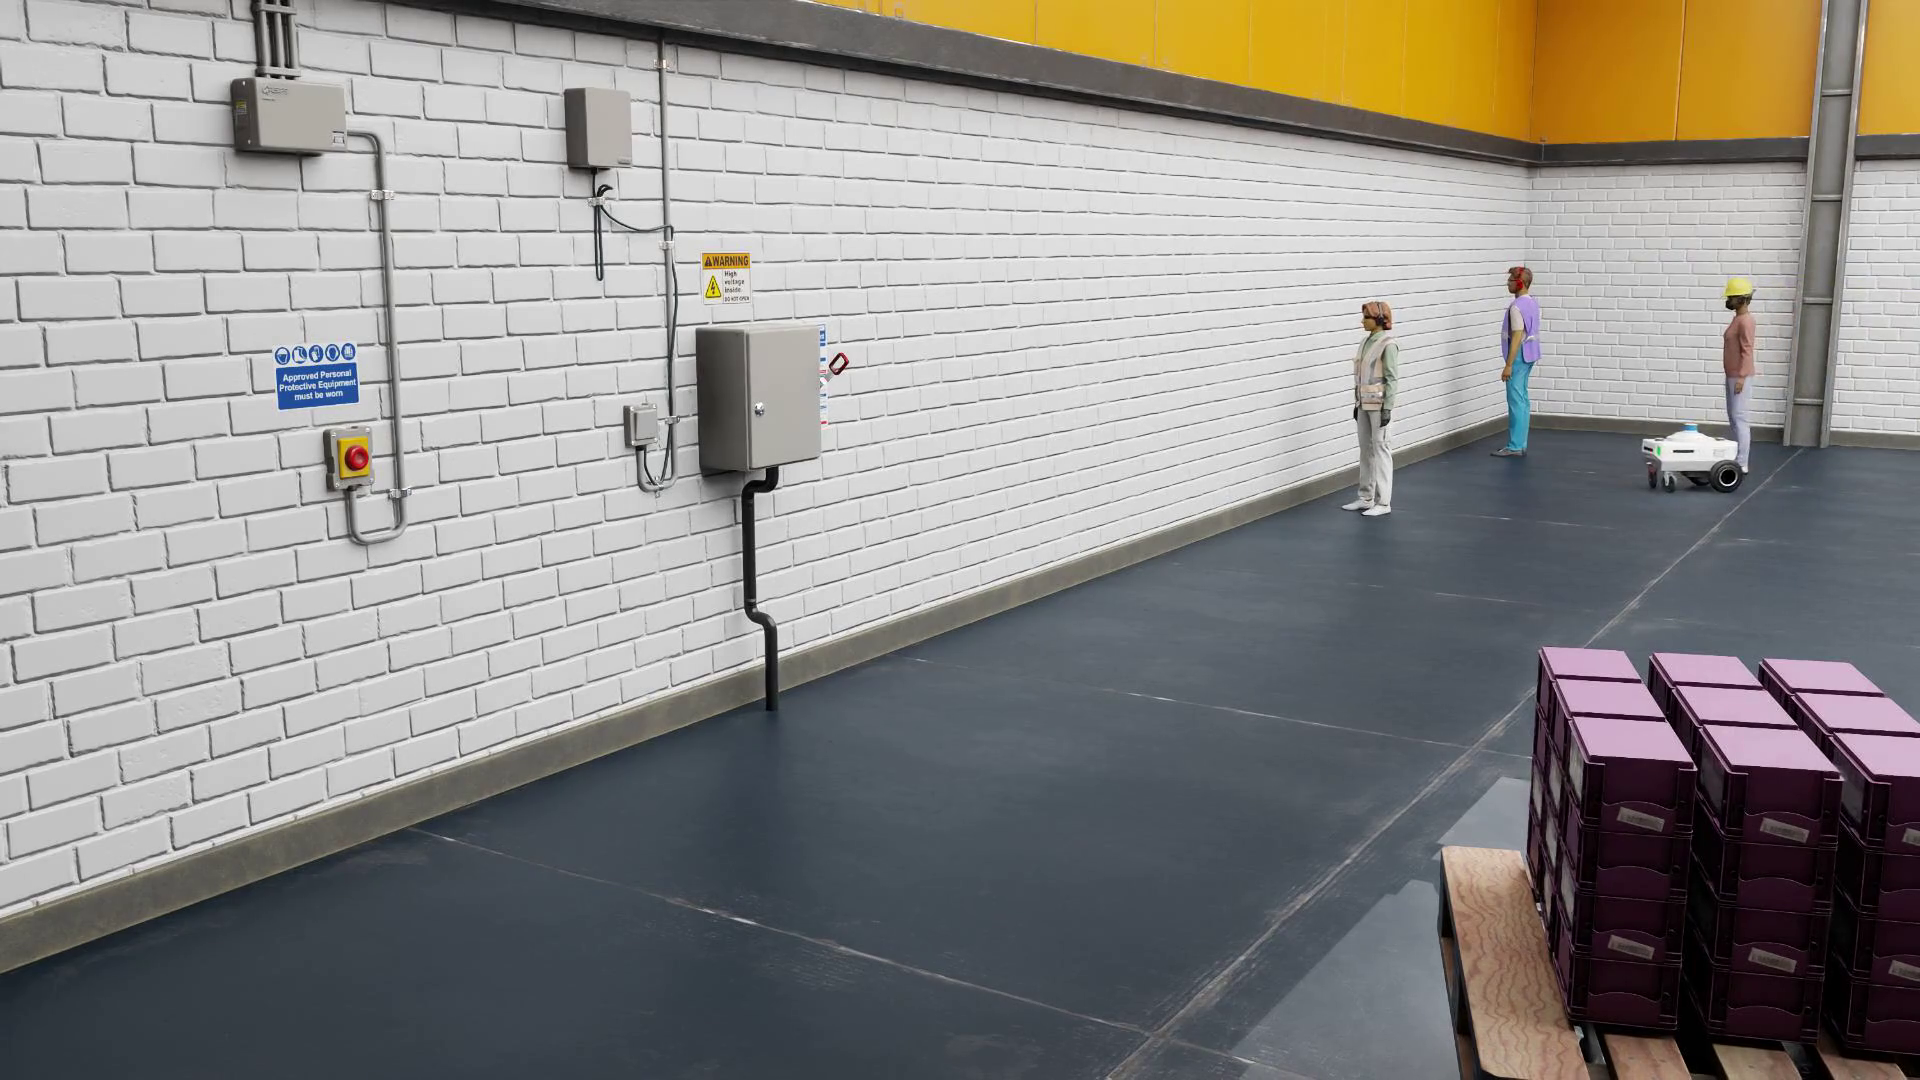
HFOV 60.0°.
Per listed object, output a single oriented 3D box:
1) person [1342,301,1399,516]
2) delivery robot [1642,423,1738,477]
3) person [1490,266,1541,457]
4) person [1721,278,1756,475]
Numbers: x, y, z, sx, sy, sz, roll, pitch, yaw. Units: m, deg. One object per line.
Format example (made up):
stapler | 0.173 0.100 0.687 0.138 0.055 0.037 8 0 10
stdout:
person | 3.172 -1.005 12.748 0.307 1.639 0.525 -3 11 -14
delivery robot | 6.147 -0.740 14.027 0.707 0.478 0.477 0 10 -1
person | 5.426 -1.724 16.151 0.389 1.849 0.566 6 12 31
person | 6.962 -1.465 14.956 0.330 1.765 0.533 3 11 15
